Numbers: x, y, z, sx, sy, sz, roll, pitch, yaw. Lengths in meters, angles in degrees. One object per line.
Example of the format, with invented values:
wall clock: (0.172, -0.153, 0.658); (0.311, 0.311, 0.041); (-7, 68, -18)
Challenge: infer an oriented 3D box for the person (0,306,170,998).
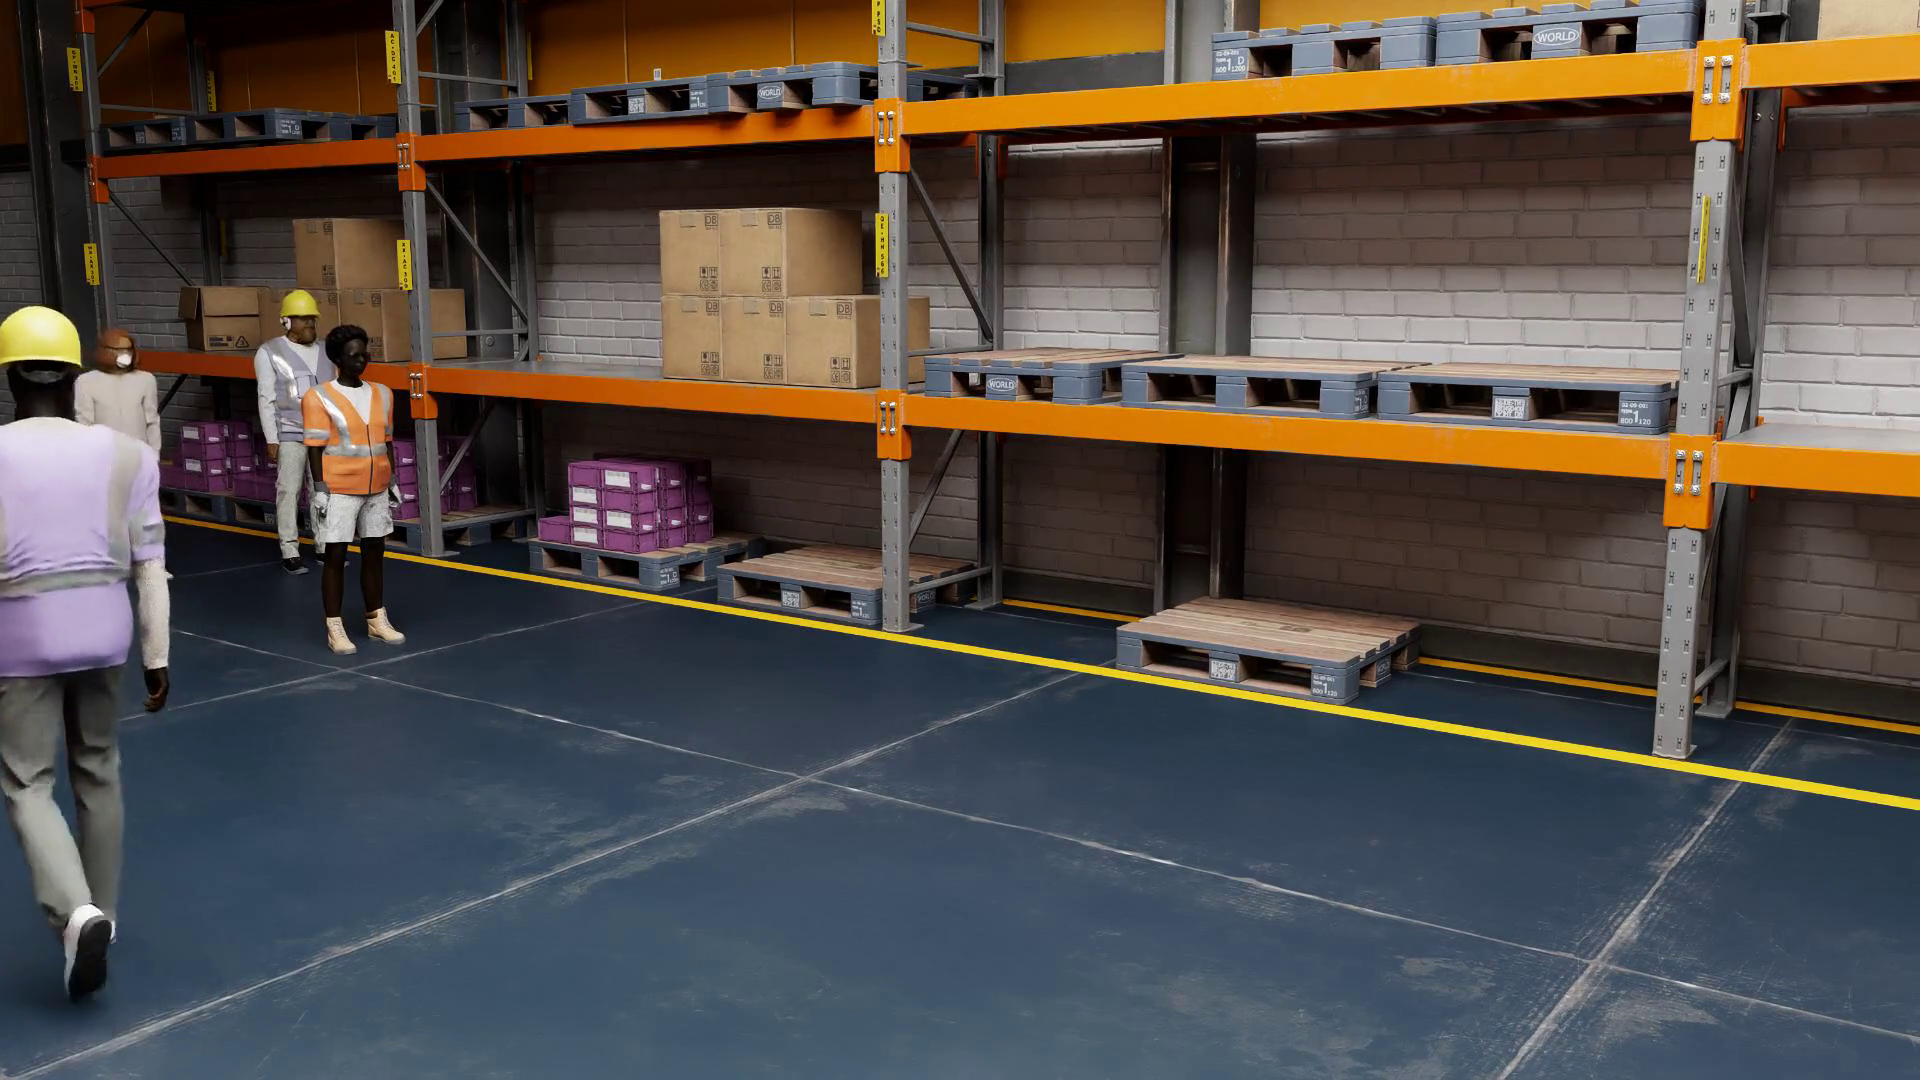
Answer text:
person: (-2.502, 0.303, 4.661); (0.585, 1.901, 0.759); (-9, 13, -42)

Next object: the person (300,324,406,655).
person: (-3.142, -0.266, 8.641); (0.318, 1.699, 0.533); (7, 12, 35)

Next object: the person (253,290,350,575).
person: (-4.262, -0.703, 10.835); (0.404, 1.837, 0.587); (7, 12, 35)

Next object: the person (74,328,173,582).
person: (-5.184, -0.500, 10.324); (0.512, 1.600, 0.810); (-8, 12, -38)
